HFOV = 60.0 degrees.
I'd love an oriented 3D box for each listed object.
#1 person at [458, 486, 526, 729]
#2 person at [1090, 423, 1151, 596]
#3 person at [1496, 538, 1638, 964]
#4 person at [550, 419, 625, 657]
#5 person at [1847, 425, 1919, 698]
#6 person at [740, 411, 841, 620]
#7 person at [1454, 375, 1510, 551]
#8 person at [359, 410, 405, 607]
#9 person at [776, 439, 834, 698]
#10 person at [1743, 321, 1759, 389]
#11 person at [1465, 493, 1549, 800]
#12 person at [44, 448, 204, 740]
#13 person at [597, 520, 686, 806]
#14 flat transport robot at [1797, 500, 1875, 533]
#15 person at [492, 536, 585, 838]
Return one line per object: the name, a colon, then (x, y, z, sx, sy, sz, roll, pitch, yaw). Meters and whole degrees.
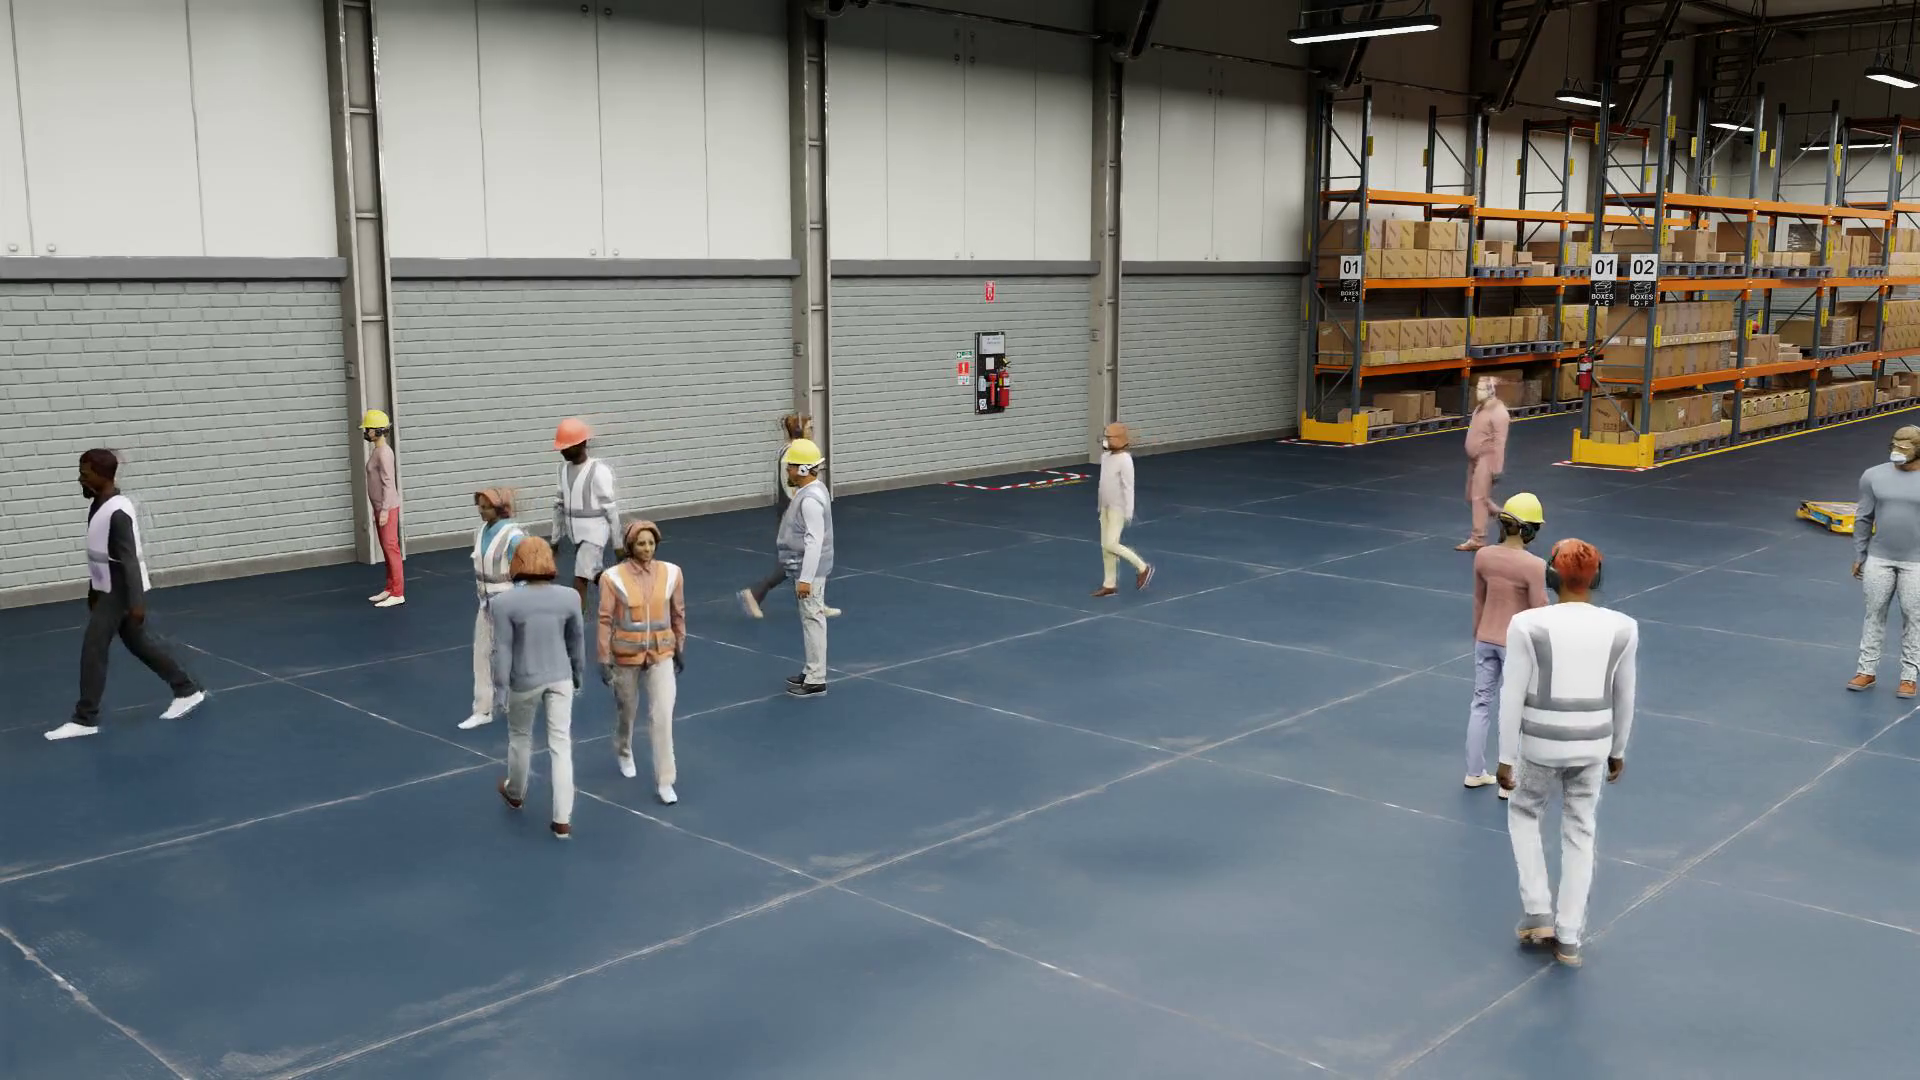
person: (-2.981, 0.423, 11.088, 0.523, 1.611, 0.765, 8, 12, 39)
person: (1.466, -0.275, 15.318, 0.477, 1.620, 0.504, -4, 10, -21)
person: (2.646, 0.915, 7.310, 0.609, 1.864, 0.481, 0, 9, 2)
person: (-2.922, -0.039, 13.115, 0.591, 1.875, 1.028, 8, 12, 39)
person: (6.655, 0.148, 11.769, 0.630, 1.936, 0.369, 9, 13, 44)
person: (-1.455, -0.192, 14.214, 0.812, 1.821, 0.519, -2, 9, -10)
person: (5.647, -0.817, 17.774, 0.619, 1.893, 0.659, 0, 9, -1)
person: (-5.184, -0.283, 14.918, 0.313, 1.769, 0.523, -4, 10, -25)
person: (-1.094, 0.196, 11.784, 0.403, 1.835, 0.588, -1, 9, -4)
person: (16.070, -3.478, 33.864, 0.378, 1.936, 0.548, -9, 13, -43)
person: (3.158, 0.605, 9.532, 0.333, 1.761, 0.525, -6, 11, -32)
person: (-5.509, 0.318, 10.925, 0.974, 1.881, 0.604, -7, 12, -37)
person: (-1.853, 0.662, 9.645, 0.534, 1.601, 0.850, -4, 10, -23)
flat transport robot: (10.365, -0.273, 19.401, 0.652, 0.197, 1.431, 1, 9, 8)
person: (-2.298, 0.765, 9.029, 0.531, 1.587, 0.838, -5, 11, -30)
